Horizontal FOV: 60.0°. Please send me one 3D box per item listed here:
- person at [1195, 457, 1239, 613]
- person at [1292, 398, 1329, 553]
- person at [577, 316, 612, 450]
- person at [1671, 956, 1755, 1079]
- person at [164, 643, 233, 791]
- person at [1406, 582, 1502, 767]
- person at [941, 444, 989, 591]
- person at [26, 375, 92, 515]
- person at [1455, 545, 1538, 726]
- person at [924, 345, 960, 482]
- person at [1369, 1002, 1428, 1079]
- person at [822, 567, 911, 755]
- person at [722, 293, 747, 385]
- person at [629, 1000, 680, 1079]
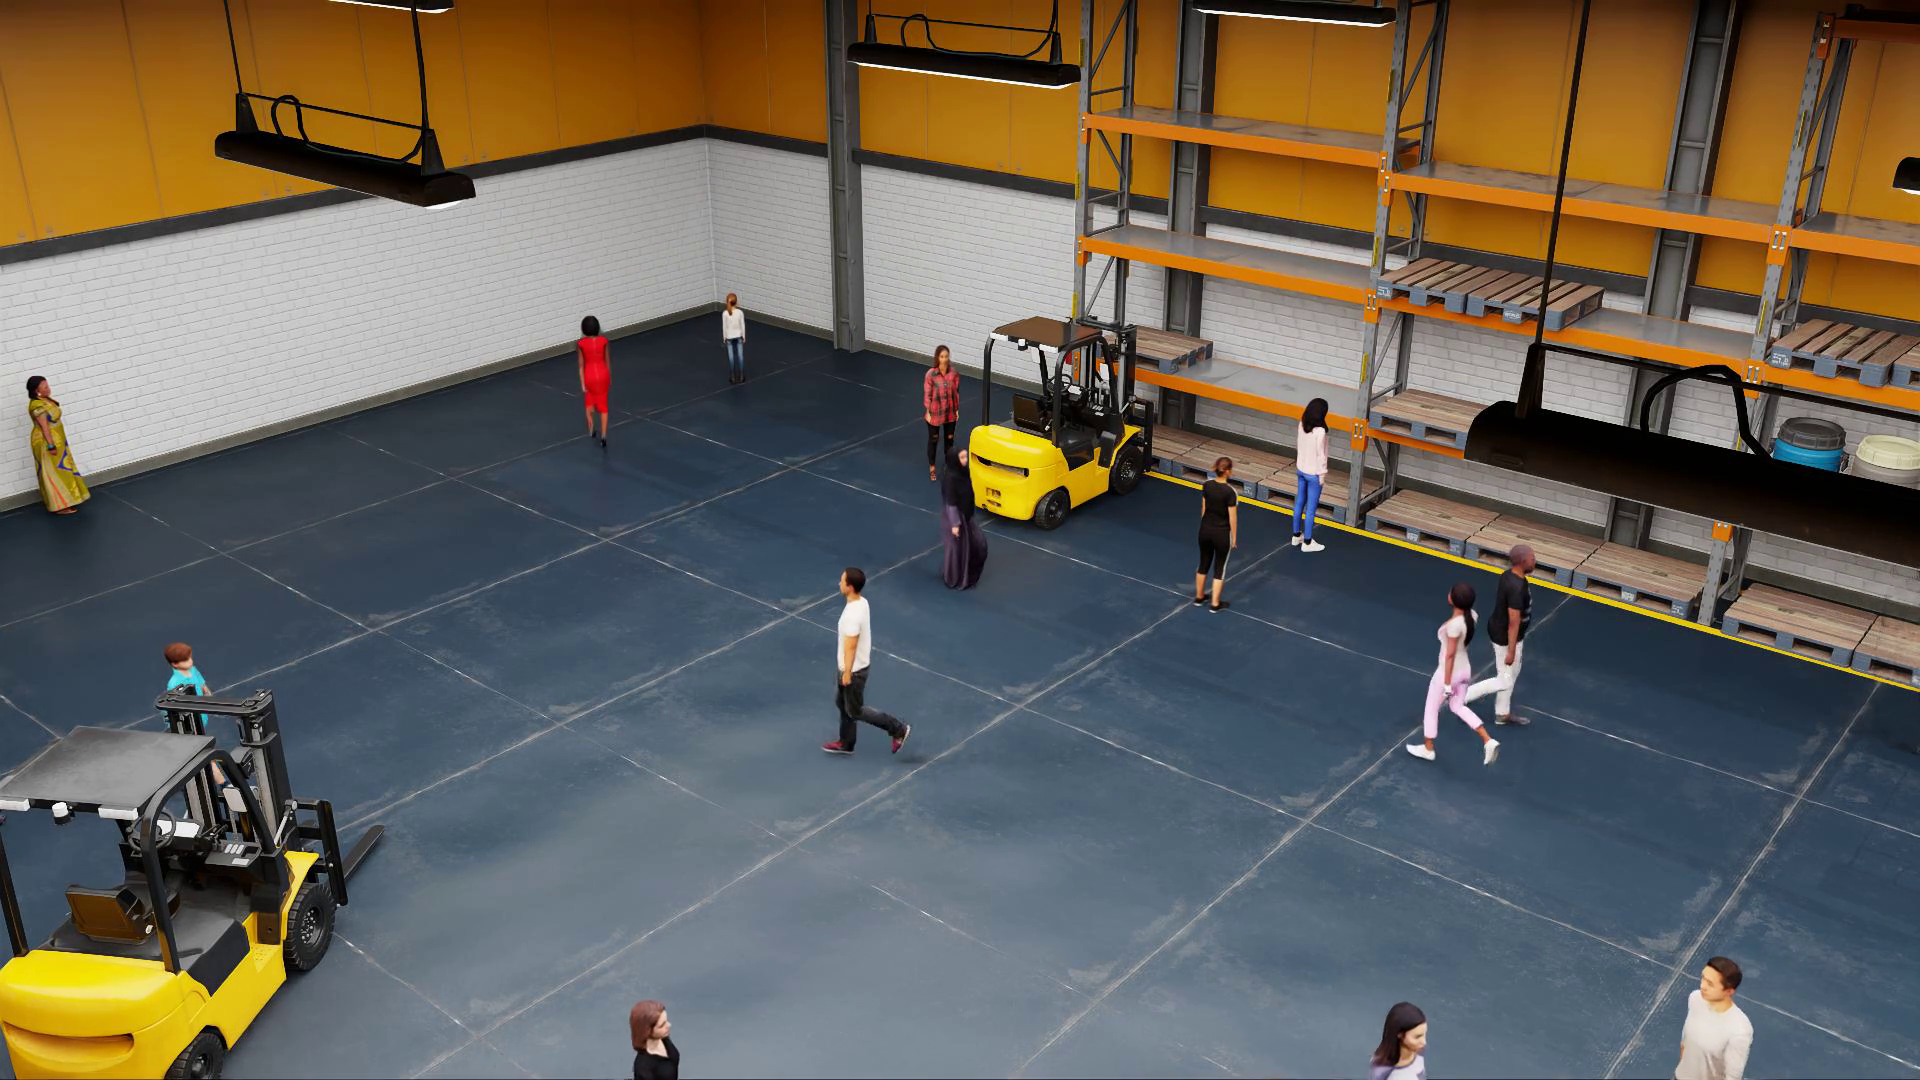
[{"bbox_3d":[2.623,-0.067,17.060,0.659,1.667,0.473,-22,32,-40],"label":"person"},{"bbox_3d":[3.887,-0.740,18.474,0.782,1.767,0.654,-9,25,-20],"label":"person"},{"bbox_3d":[-4.669,-2.013,21.438,0.796,1.725,0.904,-7,25,-16],"label":"person"},{"bbox_3d":[4.347,3.158,9.528,1.067,1.789,1.123,-9,25,-19],"label":"person"},{"bbox_3d":[-6.443,1.495,13.808,1.017,1.410,0.886,1,24,3],"label":"person"},{"bbox_3d":[4.280,1.179,14.146,1.026,1.717,0.624,21,31,39],"label":"person"},{"bbox_3d":[-0.074,-0.254,17.558,0.730,1.610,0.580,18,30,36],"label":"person"},{"bbox_3d":[-10.687,-1.138,19.518,1.050,1.660,0.924,-10,25,-21],"label":"person"},{"bbox_3d":[4.765,0.874,14.759,1.108,1.786,0.964,3,24,7],"label":"person"},{"bbox_3d":[-0.223,-1.567,20.448,0.696,1.703,0.709,-8,25,-19],"label":"person"},{"bbox_3d":[2.347,3.281,9.334,0.683,1.721,0.914,-19,30,-36],"label":"person"},{"bbox_3d":[-0.820,1.089,14.274,1.104,1.780,1.013,0,24,1],"label":"person"},{"bbox_3d":[-3.264,-2.919,24.022,0.553,1.315,0.605,-4,24,-10],"label":"person"},{"bbox_3d":[-1.781,3.282,9.376,1.009,1.685,0.933,-1,24,-2],"label":"person"}]
